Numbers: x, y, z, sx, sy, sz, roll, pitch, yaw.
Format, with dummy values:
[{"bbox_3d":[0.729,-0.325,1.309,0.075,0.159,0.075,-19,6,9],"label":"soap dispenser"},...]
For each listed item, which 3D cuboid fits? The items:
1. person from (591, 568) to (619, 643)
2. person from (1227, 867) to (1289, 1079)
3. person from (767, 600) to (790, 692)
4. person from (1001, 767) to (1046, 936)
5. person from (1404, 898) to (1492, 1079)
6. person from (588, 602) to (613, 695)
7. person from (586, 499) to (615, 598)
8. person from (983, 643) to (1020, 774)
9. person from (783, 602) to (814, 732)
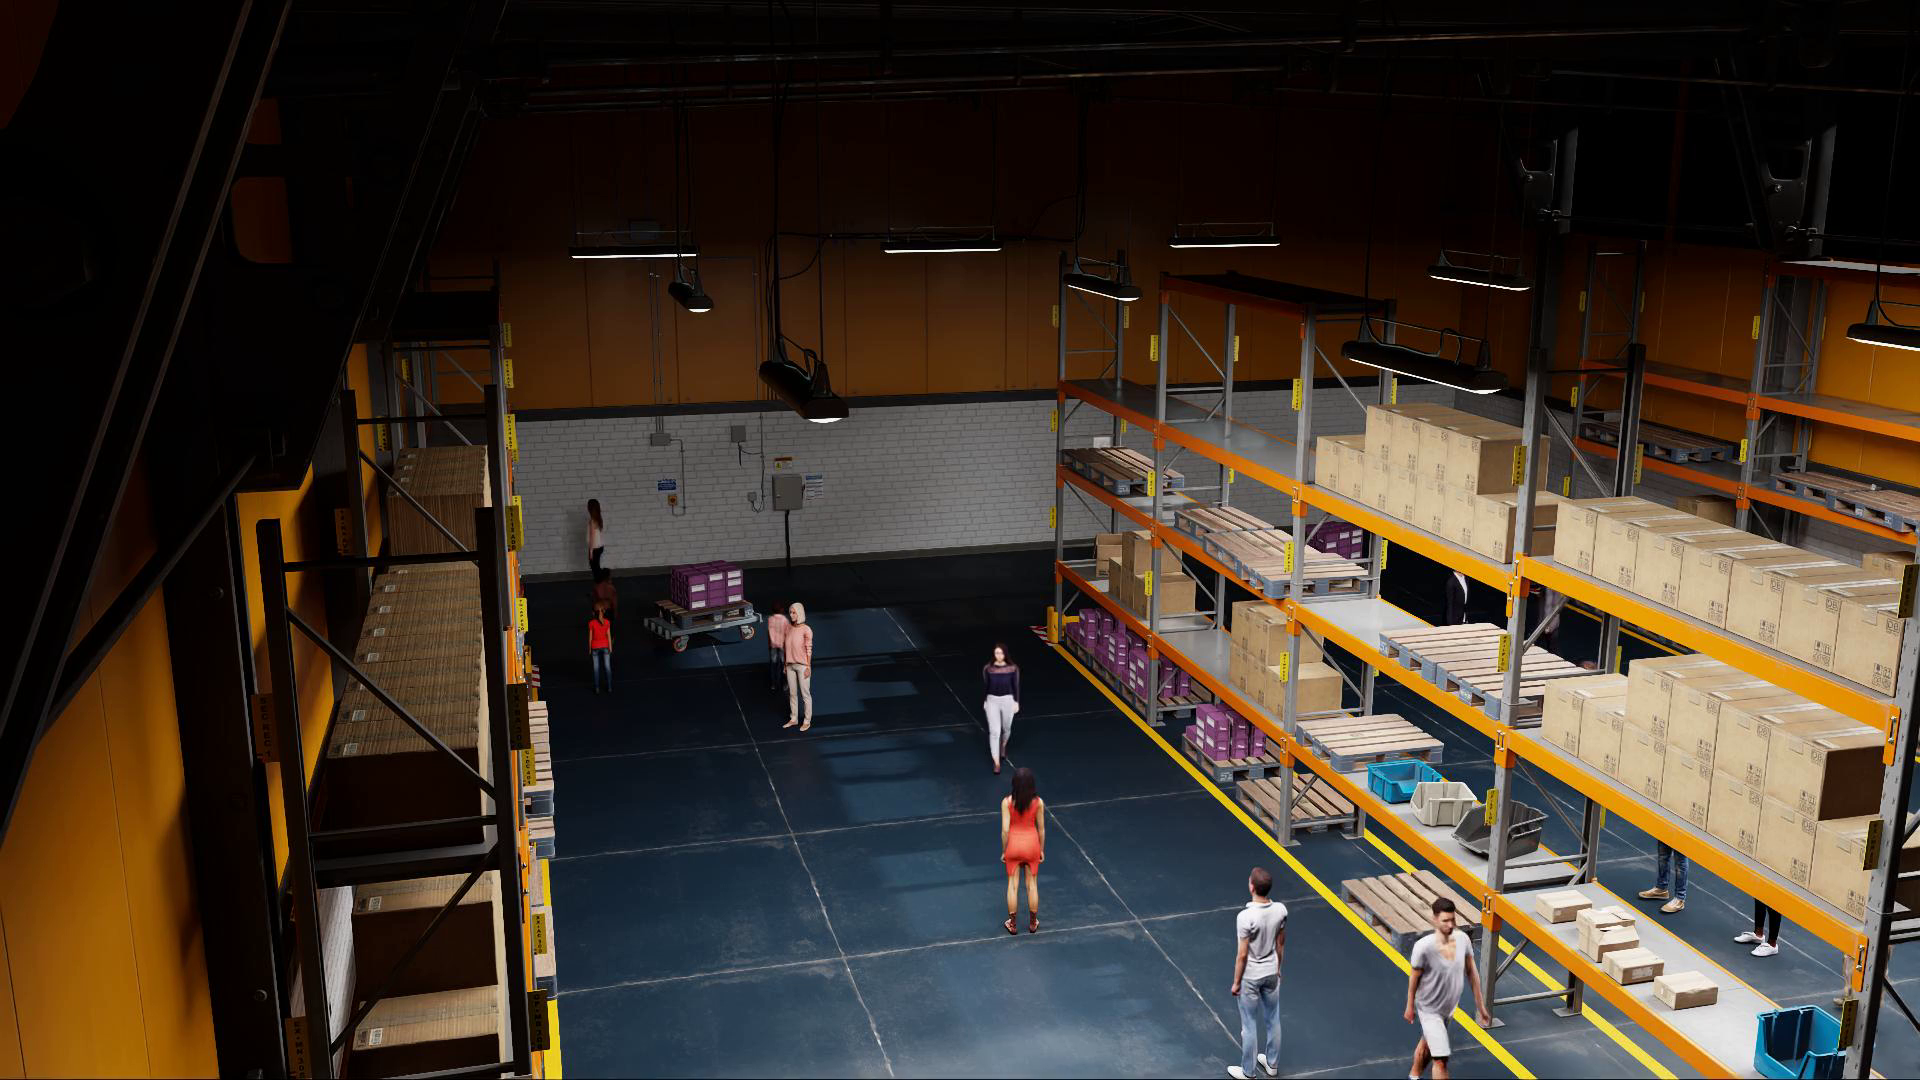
[{"bbox_3d":[-5.430,1.069,25.396,0.710,1.228,0.790,0,14,0],"label":"person"},{"bbox_3d":[2.465,3.582,13.695,0.700,1.850,0.630,-7,15,-27],"label":"person"},{"bbox_3d":[-2.572,1.478,23.536,0.565,1.307,0.590,4,14,14],"label":"person"},{"bbox_3d":[0.612,3.030,16.253,0.613,1.719,0.570,-1,14,-6],"label":"person"},{"bbox_3d":[3.763,3.688,13.337,0.865,1.811,1.145,-8,16,-29],"label":"person"},{"bbox_3d":[-5.057,1.518,23.373,0.491,1.307,0.511,-6,15,-23],"label":"person"},{"bbox_3d":[-6.089,0.144,28.175,0.769,1.717,0.727,1,14,4],"label":"person"},{"bbox_3d":[0.508,2.044,20.629,0.819,1.576,1.128,1,14,3],"label":"person"},{"bbox_3d":[-2.133,1.651,21.933,0.675,1.725,0.732,7,15,28],"label":"person"}]
